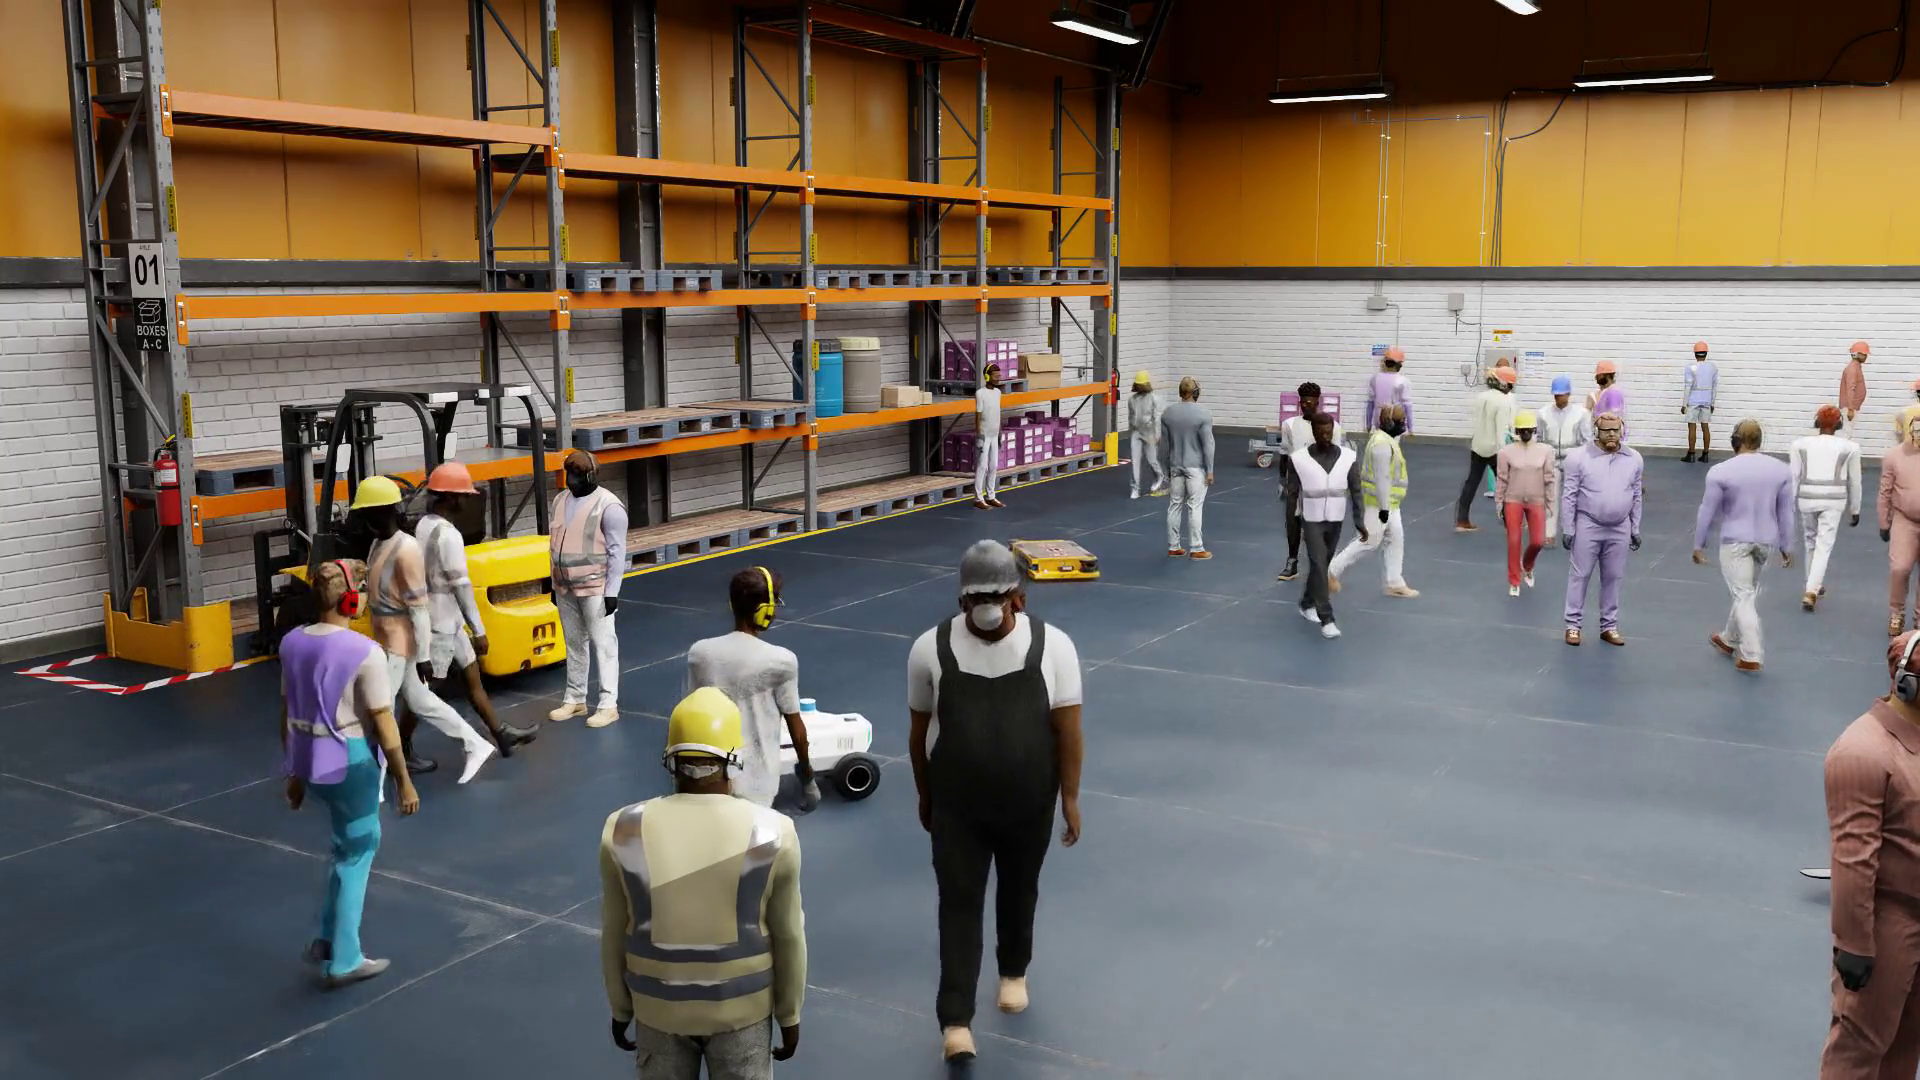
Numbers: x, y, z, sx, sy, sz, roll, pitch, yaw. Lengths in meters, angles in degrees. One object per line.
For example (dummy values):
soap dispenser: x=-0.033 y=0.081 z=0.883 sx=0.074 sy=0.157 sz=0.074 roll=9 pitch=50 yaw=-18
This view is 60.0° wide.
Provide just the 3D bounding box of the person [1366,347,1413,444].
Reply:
person: x=5.792 y=-1.569 z=22.306 sx=0.585 sy=2.023 sz=0.648 roll=-8 pitch=12 yaw=-42

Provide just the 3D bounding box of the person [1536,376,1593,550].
person: x=6.693 y=-0.880 z=18.441 sx=0.625 sy=1.892 sz=1.046 roll=5 pitch=10 yaw=27

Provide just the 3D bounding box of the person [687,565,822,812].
person: x=-0.855 y=1.001 z=6.898 sx=0.519 sy=1.822 sz=0.876 roll=4 pitch=10 yaw=26

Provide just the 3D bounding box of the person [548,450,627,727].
person: x=-2.509 y=0.320 z=11.102 sx=0.627 sy=1.844 sz=0.429 roll=6 pitch=11 yaw=31

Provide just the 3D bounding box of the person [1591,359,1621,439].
person: x=8.238 y=-1.331 z=21.147 sx=0.504 sy=1.926 sz=0.547 roll=2 pitch=9 yaw=10

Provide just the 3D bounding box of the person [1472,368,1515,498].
person: x=7.186 y=-1.438 z=22.390 sx=0.534 sy=1.742 sz=0.474 roll=-1 pitch=9 yaw=-7

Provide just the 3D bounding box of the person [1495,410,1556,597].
person: x=5.277 y=-0.350 z=15.561 sx=0.538 sy=1.752 sz=0.414 roll=2 pitch=9 yaw=13

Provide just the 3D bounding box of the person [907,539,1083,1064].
person: x=0.140 y=0.964 z=6.458 sx=0.686 sy=2.000 sz=1.002 roll=0 pitch=9 yaw=-2

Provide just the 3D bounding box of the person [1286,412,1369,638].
person: x=3.053 y=-0.153 z=14.027 sx=0.602 sy=1.861 sz=1.040 roll=-2 pitch=9 yaw=-10

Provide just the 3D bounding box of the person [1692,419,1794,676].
person: x=5.945 y=0.030 z=12.701 sx=0.660 sy=1.901 sz=0.962 roll=-1 pitch=9 yaw=-4

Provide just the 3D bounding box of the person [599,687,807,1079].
person: x=-0.740 y=1.332 z=4.848 sx=0.592 sy=1.824 sz=0.403 roll=0 pitch=9 yaw=-2

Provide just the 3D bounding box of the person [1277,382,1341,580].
person: x=3.393 y=-0.563 z=16.220 sx=0.616 sy=1.964 sz=0.361 roll=5 pitch=10 yaw=30

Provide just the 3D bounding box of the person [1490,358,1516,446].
person: x=8.840 y=-2.151 z=27.168 sx=0.499 sy=1.633 sz=0.286 roll=-3 pitch=10 yaw=-18

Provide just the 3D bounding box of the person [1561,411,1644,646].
person: x=5.196 y=-0.088 z=13.445 sx=0.650 sy=1.906 sz=0.401 roll=0 pitch=9 yaw=0

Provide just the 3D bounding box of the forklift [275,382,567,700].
forklift: x=-3.974 y=-0.067 z=12.417 sx=2.313 sy=2.155 sz=1.214 roll=5 pitch=11 yaw=30

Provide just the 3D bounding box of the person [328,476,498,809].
person: x=-3.143 y=0.555 z=9.524 sx=0.956 sy=1.889 sz=0.585 roll=-6 pitch=11 yaw=-32

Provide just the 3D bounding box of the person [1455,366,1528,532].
person: x=6.220 y=-1.040 z=19.296 sx=0.970 sy=1.928 sz=0.708 roll=-3 pitch=9 yaw=-15

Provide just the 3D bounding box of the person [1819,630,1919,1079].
person: x=3.011 y=1.218 z=5.294 sx=0.648 sy=1.907 sz=0.409 roll=-6 pitch=11 yaw=-33

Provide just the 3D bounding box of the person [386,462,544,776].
person: x=-3.039 y=0.468 z=10.049 sx=0.998 sy=1.878 sz=0.569 roll=-5 pitch=10 yaw=-29

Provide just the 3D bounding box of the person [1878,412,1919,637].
person: x=7.934 y=-0.114 z=13.703 sx=0.662 sy=1.883 sz=0.571 roll=5 pitch=10 yaw=27

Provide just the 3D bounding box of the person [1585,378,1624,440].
person: x=8.957 y=-1.507 z=23.192 sx=0.520 sy=1.623 sz=0.507 roll=4 pitch=10 yaw=24

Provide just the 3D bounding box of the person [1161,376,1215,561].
person: x=2.398 y=-0.749 z=17.467 sx=0.631 sy=1.940 sz=0.372 roll=8 pitch=12 yaw=40

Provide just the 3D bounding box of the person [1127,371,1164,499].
person: x=2.509 y=-1.436 z=22.409 sx=0.497 sy=1.721 sz=0.655 roll=5 pitch=10 yaw=28

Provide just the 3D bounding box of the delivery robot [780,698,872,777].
delivery robot: x=-0.881 y=1.158 z=9.582 sx=0.707 sy=0.478 sz=0.477 roll=-3 pitch=10 yaw=-20

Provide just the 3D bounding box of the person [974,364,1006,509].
person: x=0.379 y=-1.324 z=21.317 sx=0.319 sy=1.860 sz=0.517 roll=7 pitch=11 yaw=37

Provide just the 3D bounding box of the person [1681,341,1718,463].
person: x=11.767 y=-2.198 z=26.523 sx=0.550 sy=1.933 sz=0.371 roll=-1 pitch=9 yaw=-6

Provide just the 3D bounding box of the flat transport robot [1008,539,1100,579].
flat transport robot: x=0.929 y=0.181 z=16.850 sx=0.652 sy=0.197 sz=1.431 roll=-2 pitch=9 yaw=-9

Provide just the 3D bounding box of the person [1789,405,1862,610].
person: x=7.786 y=-0.298 z=15.026 sx=0.593 sy=1.846 sz=1.015 roll=7 pitch=12 yaw=38

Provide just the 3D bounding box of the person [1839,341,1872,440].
person: x=13.507 y=-2.007 z=25.154 sx=0.392 sy=1.990 sz=0.614 roll=6 pitch=11 yaw=31

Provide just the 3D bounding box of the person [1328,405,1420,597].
person: x=3.832 y=-0.361 z=15.468 sx=0.867 sy=1.808 sz=0.635 roll=3 pitch=10 yaw=18

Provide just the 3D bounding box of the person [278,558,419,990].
person: x=-2.566 y=0.983 z=6.991 sx=0.572 sy=1.827 sz=0.460 roll=7 pitch=11 yaw=35

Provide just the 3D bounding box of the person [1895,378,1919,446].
person: x=10.423 y=-0.824 z=17.998 sx=0.612 sy=1.915 sz=0.587 roll=-6 pitch=11 yaw=-32
